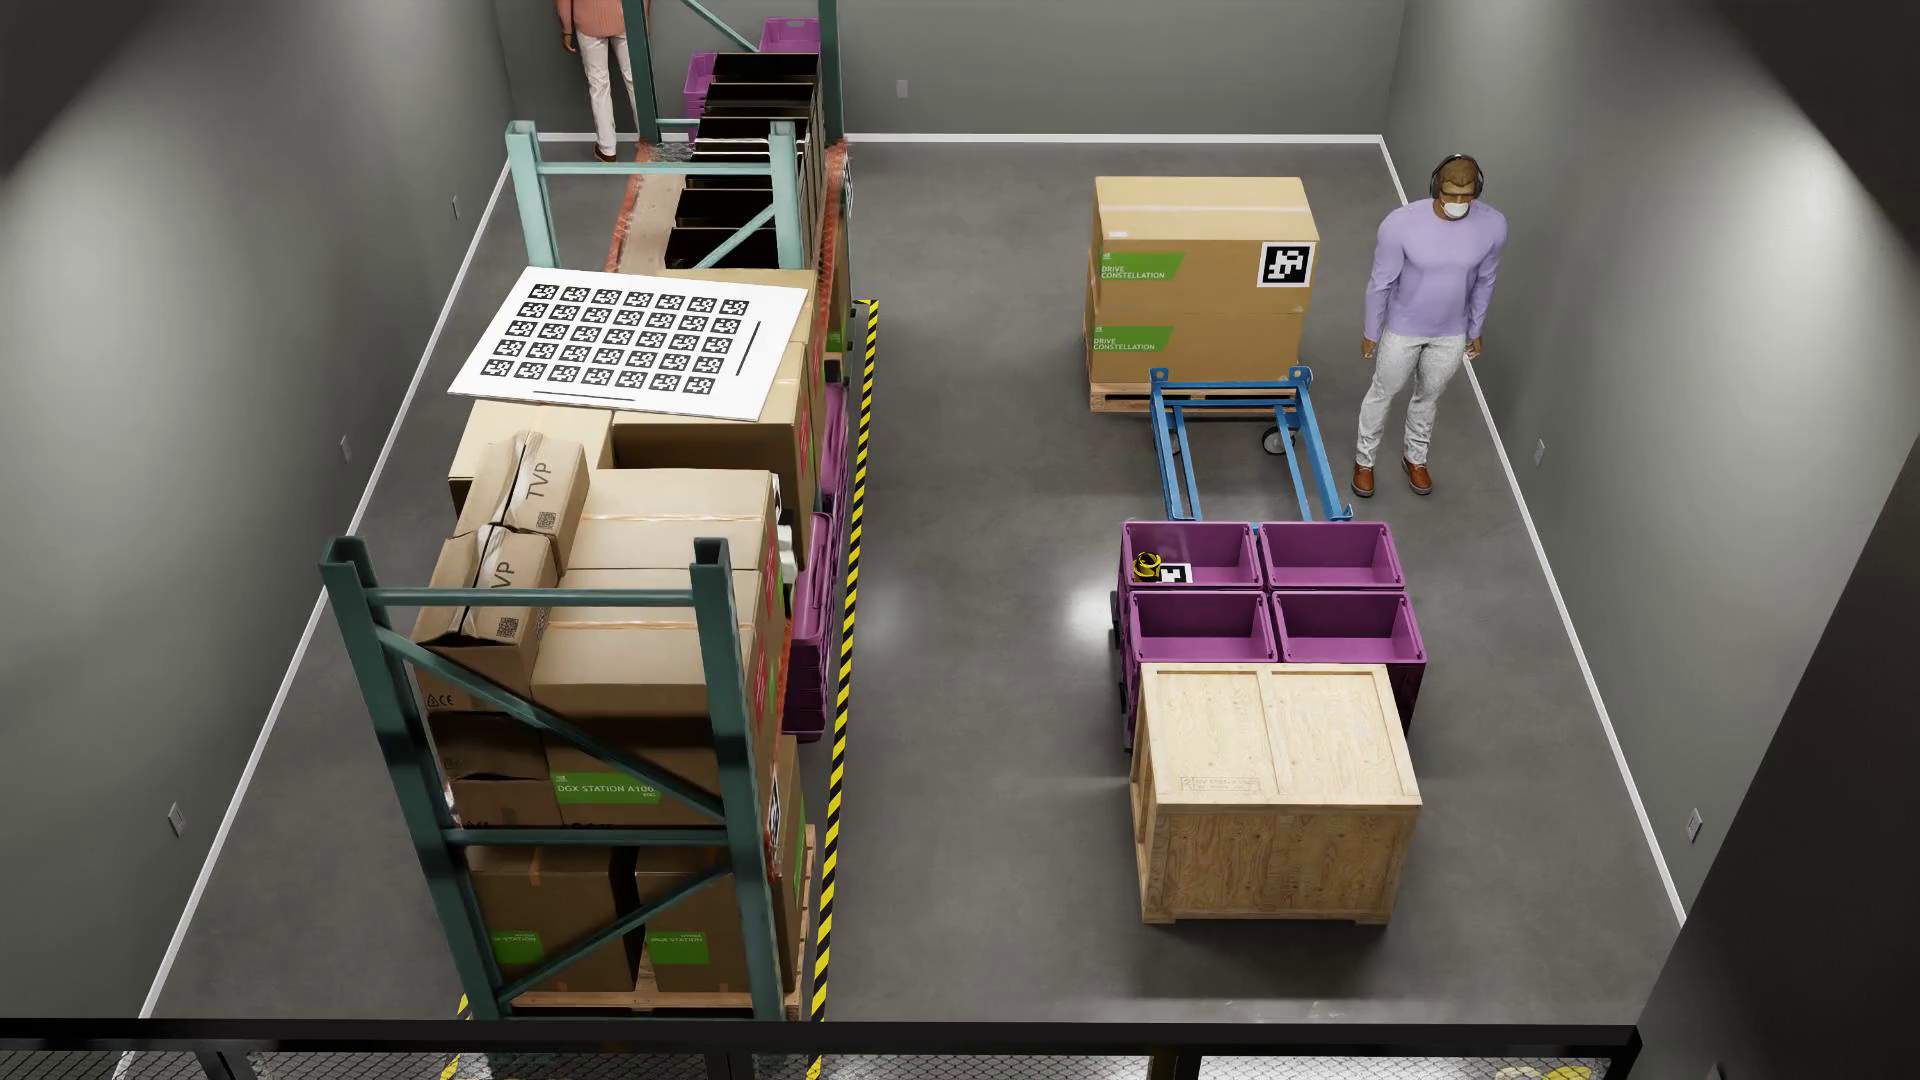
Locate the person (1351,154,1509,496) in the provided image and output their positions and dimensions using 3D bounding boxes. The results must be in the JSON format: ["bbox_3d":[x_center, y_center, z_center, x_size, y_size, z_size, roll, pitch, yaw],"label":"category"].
[{"bbox_3d":[2.321,-1.056,8.318,0.637,1.938,0.357,-2,41,-2],"label":"person"}]

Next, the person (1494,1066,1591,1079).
[{"bbox_3d":[1.607,2.072,4.829,0.404,1.831,0.600,5,41,5],"label":"person"}]

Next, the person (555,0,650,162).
[{"bbox_3d":[-2.350,-3.438,10.991,0.616,1.993,0.395,-15,43,-16],"label":"person"}]
